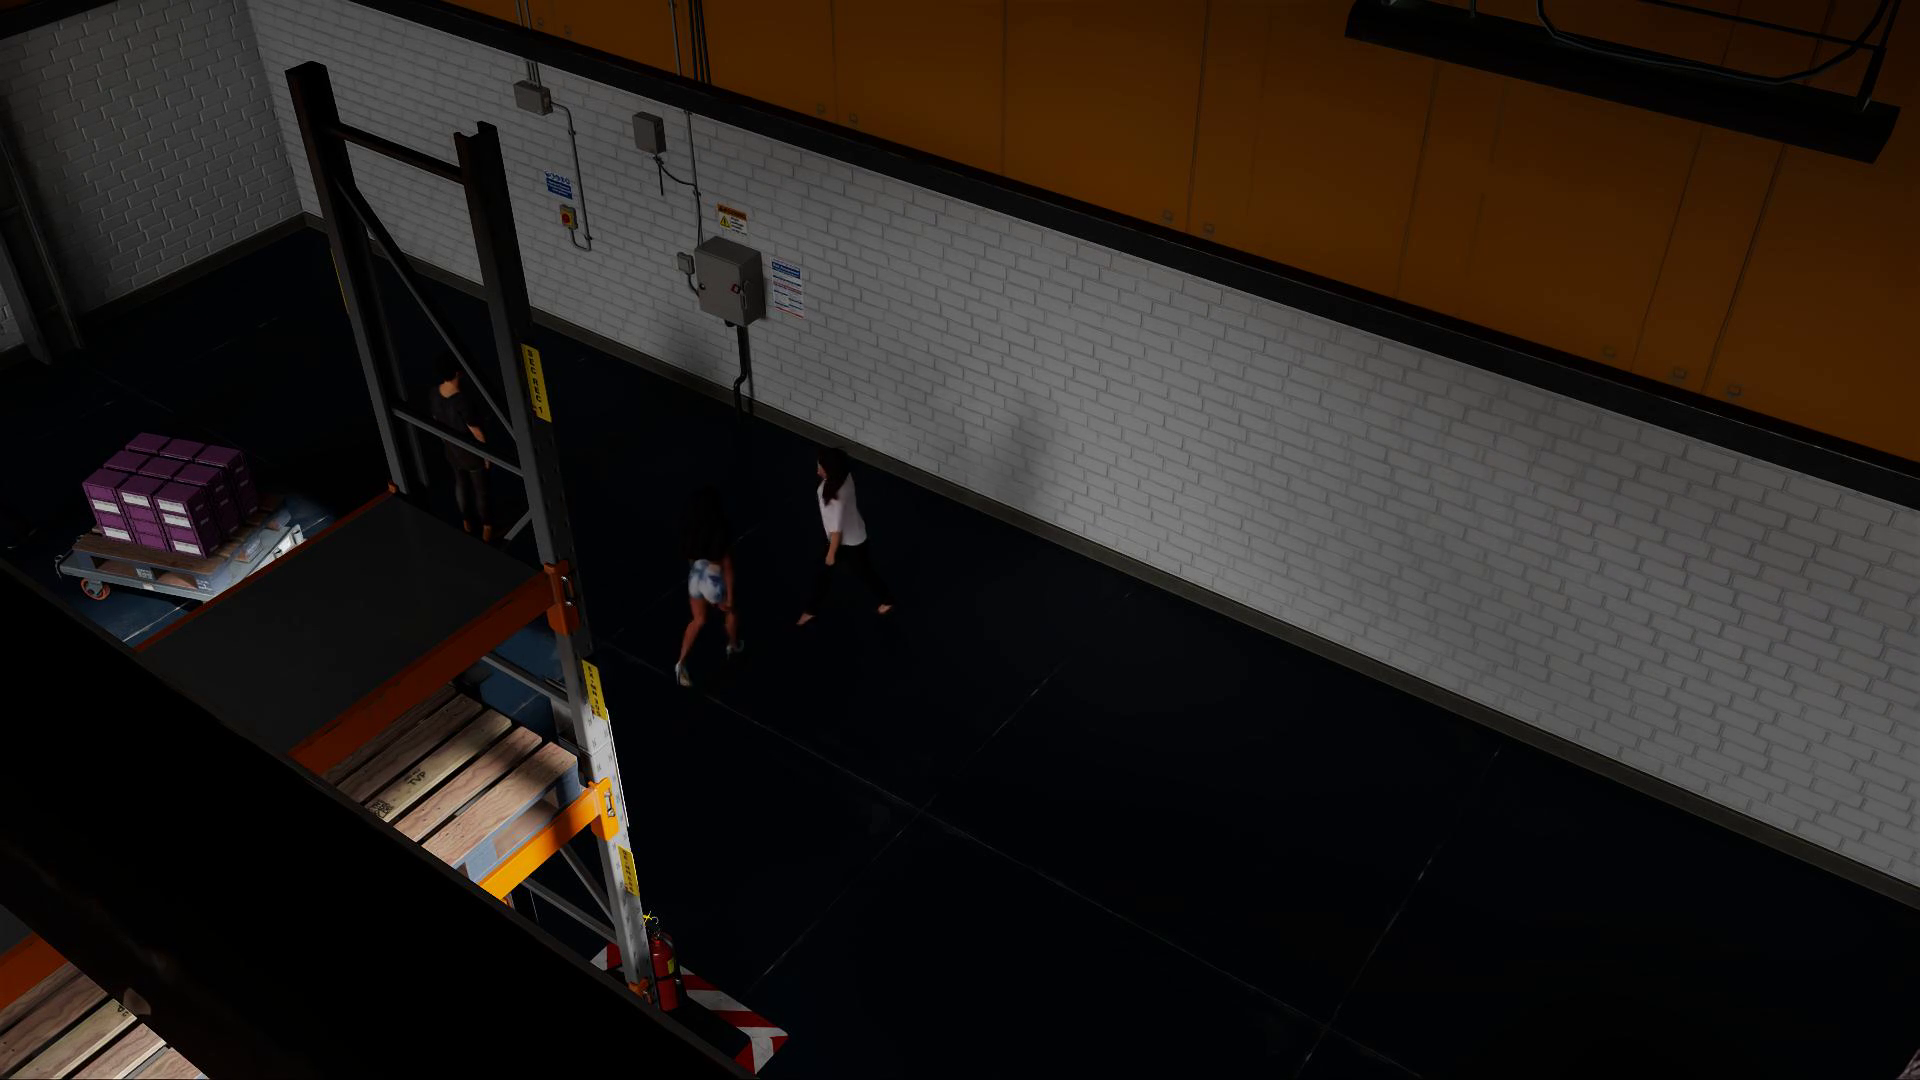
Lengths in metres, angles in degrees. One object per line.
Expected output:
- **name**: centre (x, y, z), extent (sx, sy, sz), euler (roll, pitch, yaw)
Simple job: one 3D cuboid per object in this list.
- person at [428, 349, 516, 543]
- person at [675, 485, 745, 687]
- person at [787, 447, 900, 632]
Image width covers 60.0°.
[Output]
- **person**: centre (-3.903, -0.740, 13.106), extent (0.630, 1.714, 0.544), euler (21, 43, 24)
- **person**: centre (-1.820, 0.379, 11.806), extent (0.620, 1.588, 0.990), euler (21, 43, 24)
- **person**: centre (-0.750, -0.016, 12.196), extent (1.193, 1.719, 1.088), euler (-5, 39, -6)
